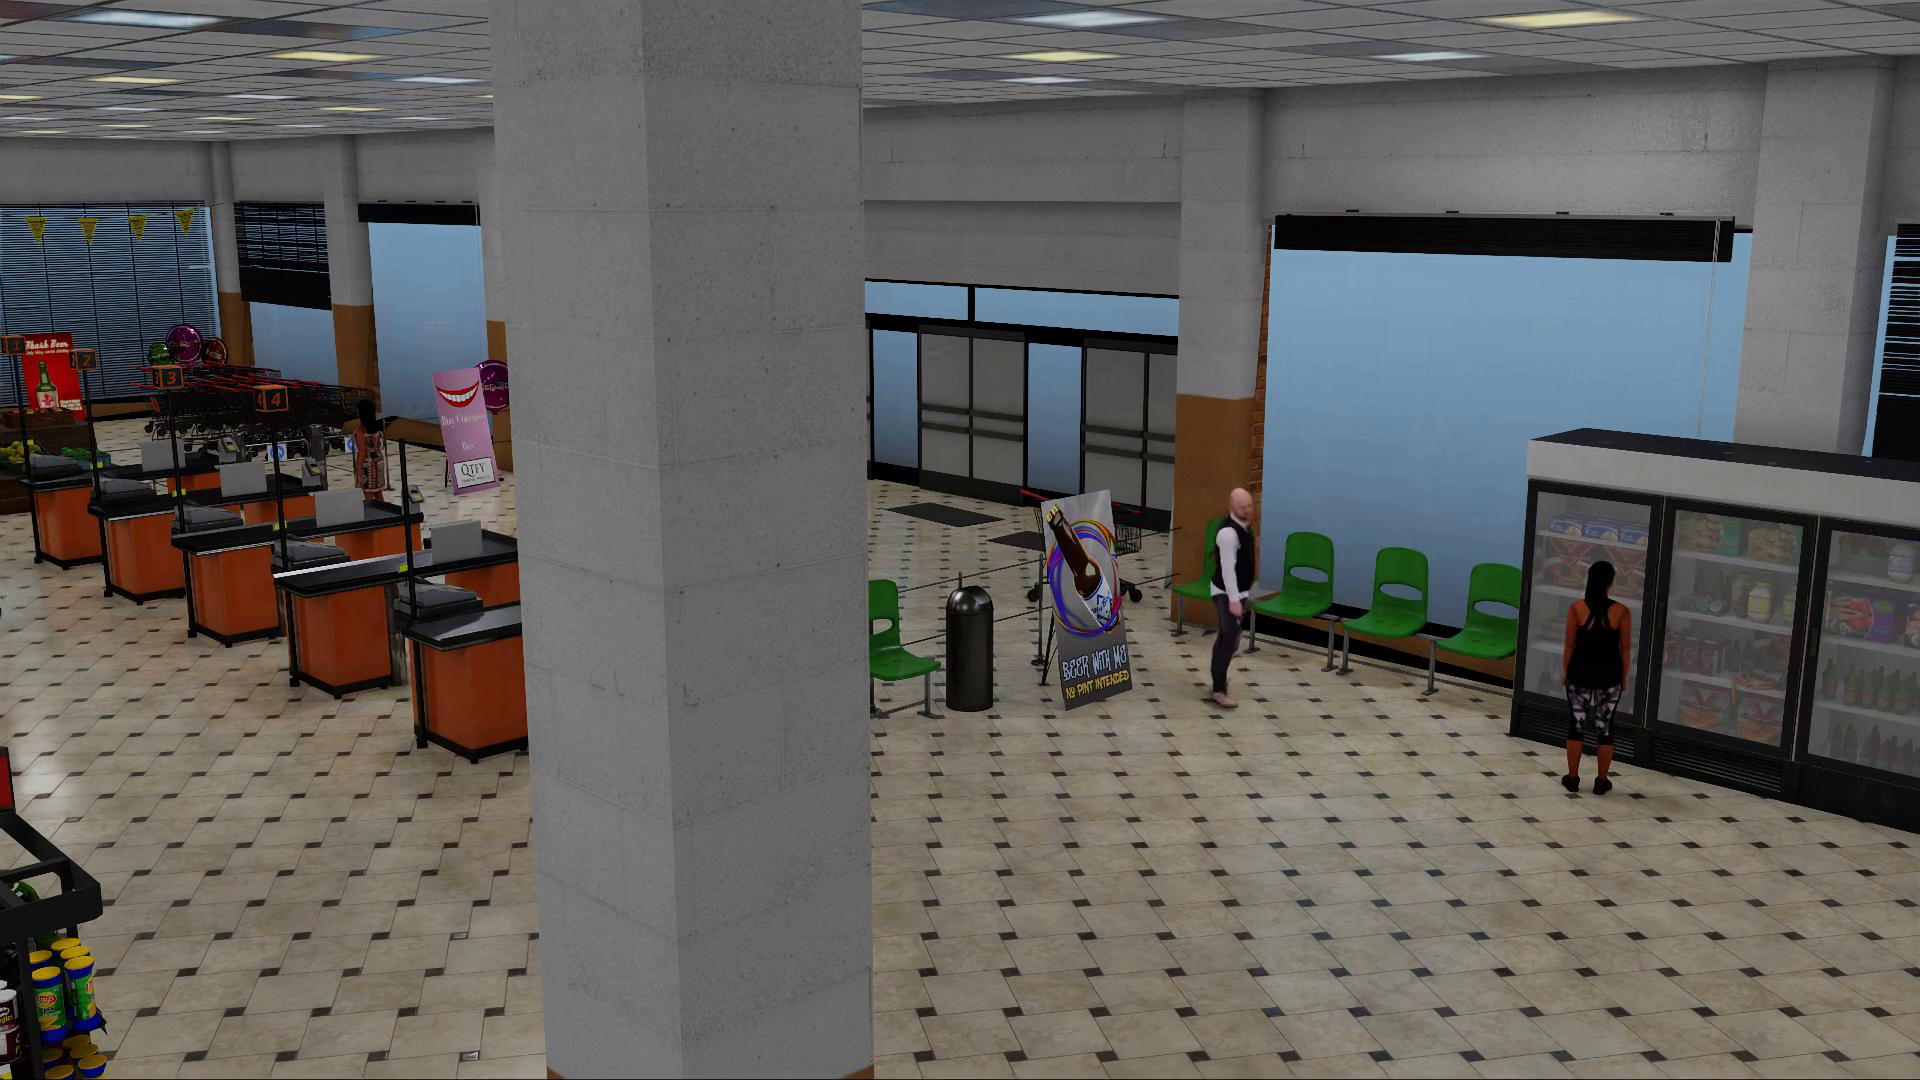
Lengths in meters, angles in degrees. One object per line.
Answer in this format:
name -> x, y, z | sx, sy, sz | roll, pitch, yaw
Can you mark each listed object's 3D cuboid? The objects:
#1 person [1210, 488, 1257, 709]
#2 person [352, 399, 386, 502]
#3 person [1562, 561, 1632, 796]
person -> 2.174, 0.441, 13.482 | 1.010, 1.803, 0.811 | 1, 12, 5
person -> -7.174, -0.899, 20.231 | 0.785, 1.645, 0.667 | 3, 12, 12
person -> 4.383, 0.934, 11.487 | 0.651, 1.661, 0.641 | 4, 13, 20
